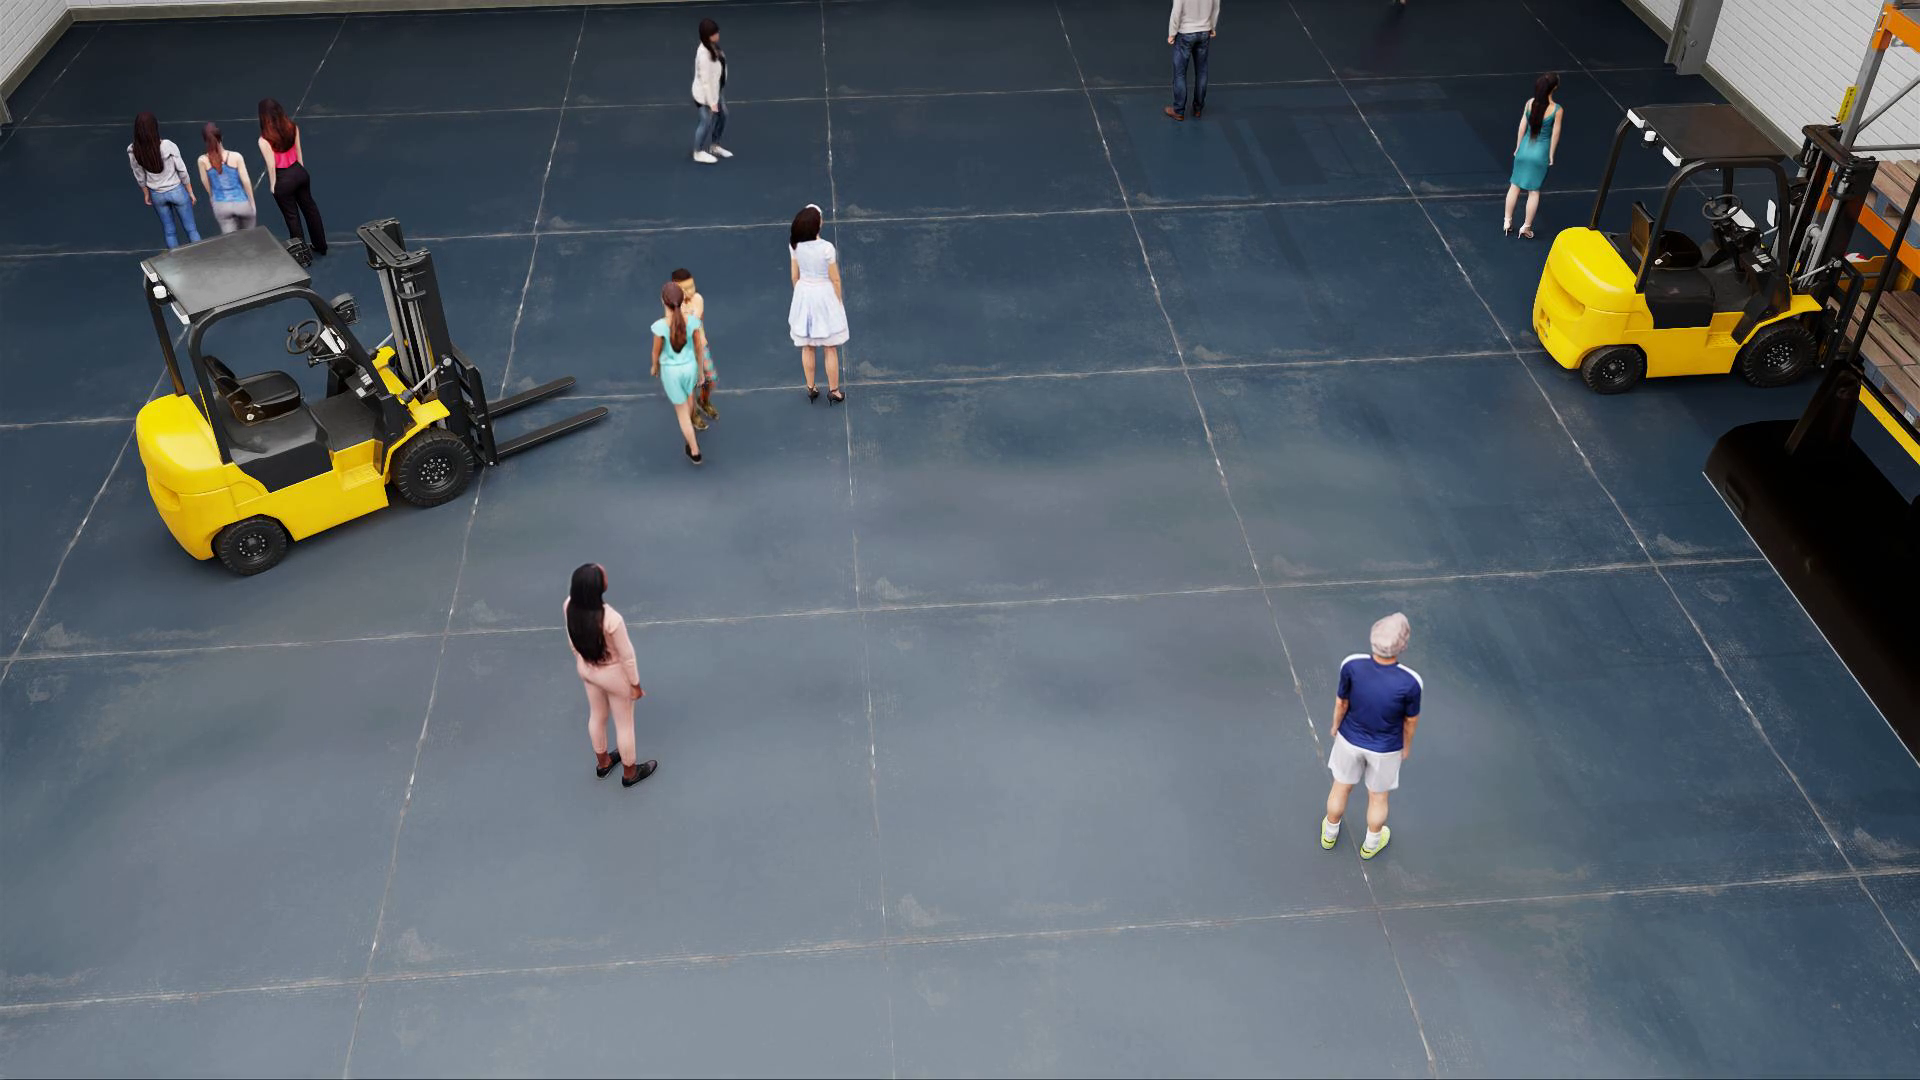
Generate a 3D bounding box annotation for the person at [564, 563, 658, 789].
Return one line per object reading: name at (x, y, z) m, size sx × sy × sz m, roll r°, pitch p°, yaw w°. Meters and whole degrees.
person at (-2.201, 0.838, 10.331) m, size 0.697 × 1.720 × 0.716 m, roll 20°, pitch 43°, yaw 23°

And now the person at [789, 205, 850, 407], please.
person at (-1.176, -1.919, 13.704) m, size 0.817 × 1.818 × 0.853 m, roll 12°, pitch 40°, yaw 15°

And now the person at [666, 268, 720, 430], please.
person at (-2.244, -1.575, 13.567) m, size 0.631 × 1.452 × 0.685 m, roll -31°, pitch 48°, yaw -33°

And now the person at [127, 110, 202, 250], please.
person at (-7.359, -3.204, 15.464) m, size 0.624 × 1.631 × 0.537 m, roll -7°, pitch 39°, yaw -9°

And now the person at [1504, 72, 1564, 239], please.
person at (5.538, -3.715, 16.060) m, size 0.606 × 1.685 × 0.665 m, roll 27°, pitch 46°, yaw 30°

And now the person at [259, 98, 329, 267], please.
person at (-6.319, -3.387, 15.669) m, size 0.723 × 1.660 × 0.621 m, roll 18°, pitch 42°, yaw 21°

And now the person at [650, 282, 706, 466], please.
person at (-2.209, -1.305, 13.165) m, size 0.784 × 1.532 × 1.021 m, roll -17°, pitch 42°, yaw -20°

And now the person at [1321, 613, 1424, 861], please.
person at (2.426, 1.167, 9.825) m, size 0.721 × 1.838 × 0.720 m, roll 16°, pitch 41°, yaw 19°

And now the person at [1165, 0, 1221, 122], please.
person at (2.545, -5.544, 18.170) m, size 0.797 × 1.910 × 0.718 m, roll -12°, pitch 40°, yaw -15°

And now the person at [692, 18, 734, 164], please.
person at (-2.673, -4.674, 17.328) m, size 0.781 × 1.602 × 0.694 m, roll 0°, pitch 39°, yaw 1°

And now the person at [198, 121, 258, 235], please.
person at (-6.700, -3.035, 15.291) m, size 0.727 × 1.582 × 1.004 m, roll -13°, pitch 40°, yaw -15°
